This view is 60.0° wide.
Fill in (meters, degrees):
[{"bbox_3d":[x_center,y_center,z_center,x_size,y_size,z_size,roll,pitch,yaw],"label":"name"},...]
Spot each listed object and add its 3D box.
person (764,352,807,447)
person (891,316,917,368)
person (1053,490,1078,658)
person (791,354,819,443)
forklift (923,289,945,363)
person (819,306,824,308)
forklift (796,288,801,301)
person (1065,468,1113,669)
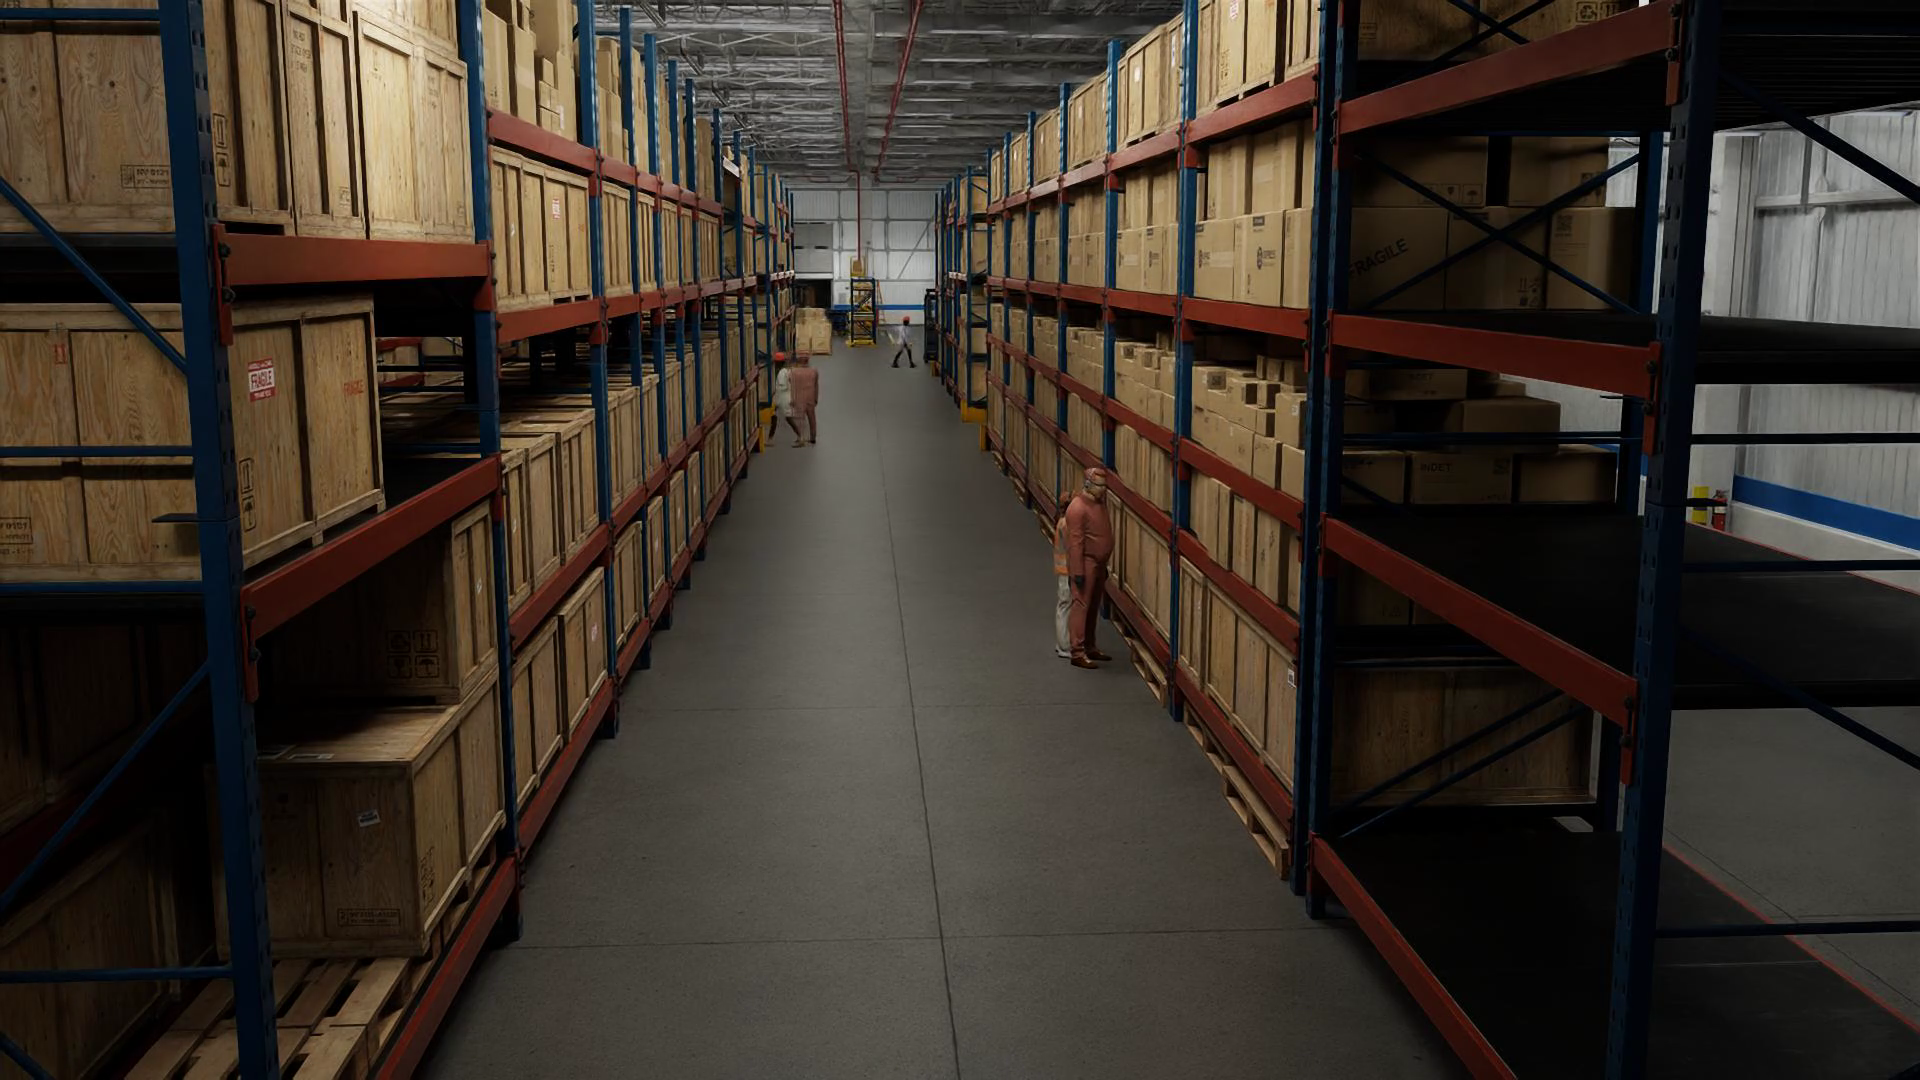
[{"bbox_3d":[-3.663,-2.895,34.423,1.038,1.995,0.626,-1,10,-5],"label":"person"},{"bbox_3d":[-2.056,-7.163,60.226,0.971,1.898,0.549,5,11,27],"label":"person"},{"bbox_3d":[1.061,0.328,16.205,0.305,1.639,0.522,0,10,-1],"label":"person"},{"bbox_3d":[-3.303,-2.987,35.212,0.642,1.909,0.399,-6,11,-32],"label":"person"},{"bbox_3d":[-0.823,-8.157,63.191,1.129,2.768,1.873,-1,10,-3],"label":"forklift"},{"bbox_3d":[-6.739,-10.566,81.158,0.454,1.686,0.553,-1,10,-7],"label":"person"},{"bbox_3d":[-8.167,-11.076,80.630,1.129,2.768,1.873,-6,11,-31],"label":"forklift"},{"bbox_3d":[1.255,0.257,15.854,0.407,1.902,0.638,5,11,27],"label":"person"}]
